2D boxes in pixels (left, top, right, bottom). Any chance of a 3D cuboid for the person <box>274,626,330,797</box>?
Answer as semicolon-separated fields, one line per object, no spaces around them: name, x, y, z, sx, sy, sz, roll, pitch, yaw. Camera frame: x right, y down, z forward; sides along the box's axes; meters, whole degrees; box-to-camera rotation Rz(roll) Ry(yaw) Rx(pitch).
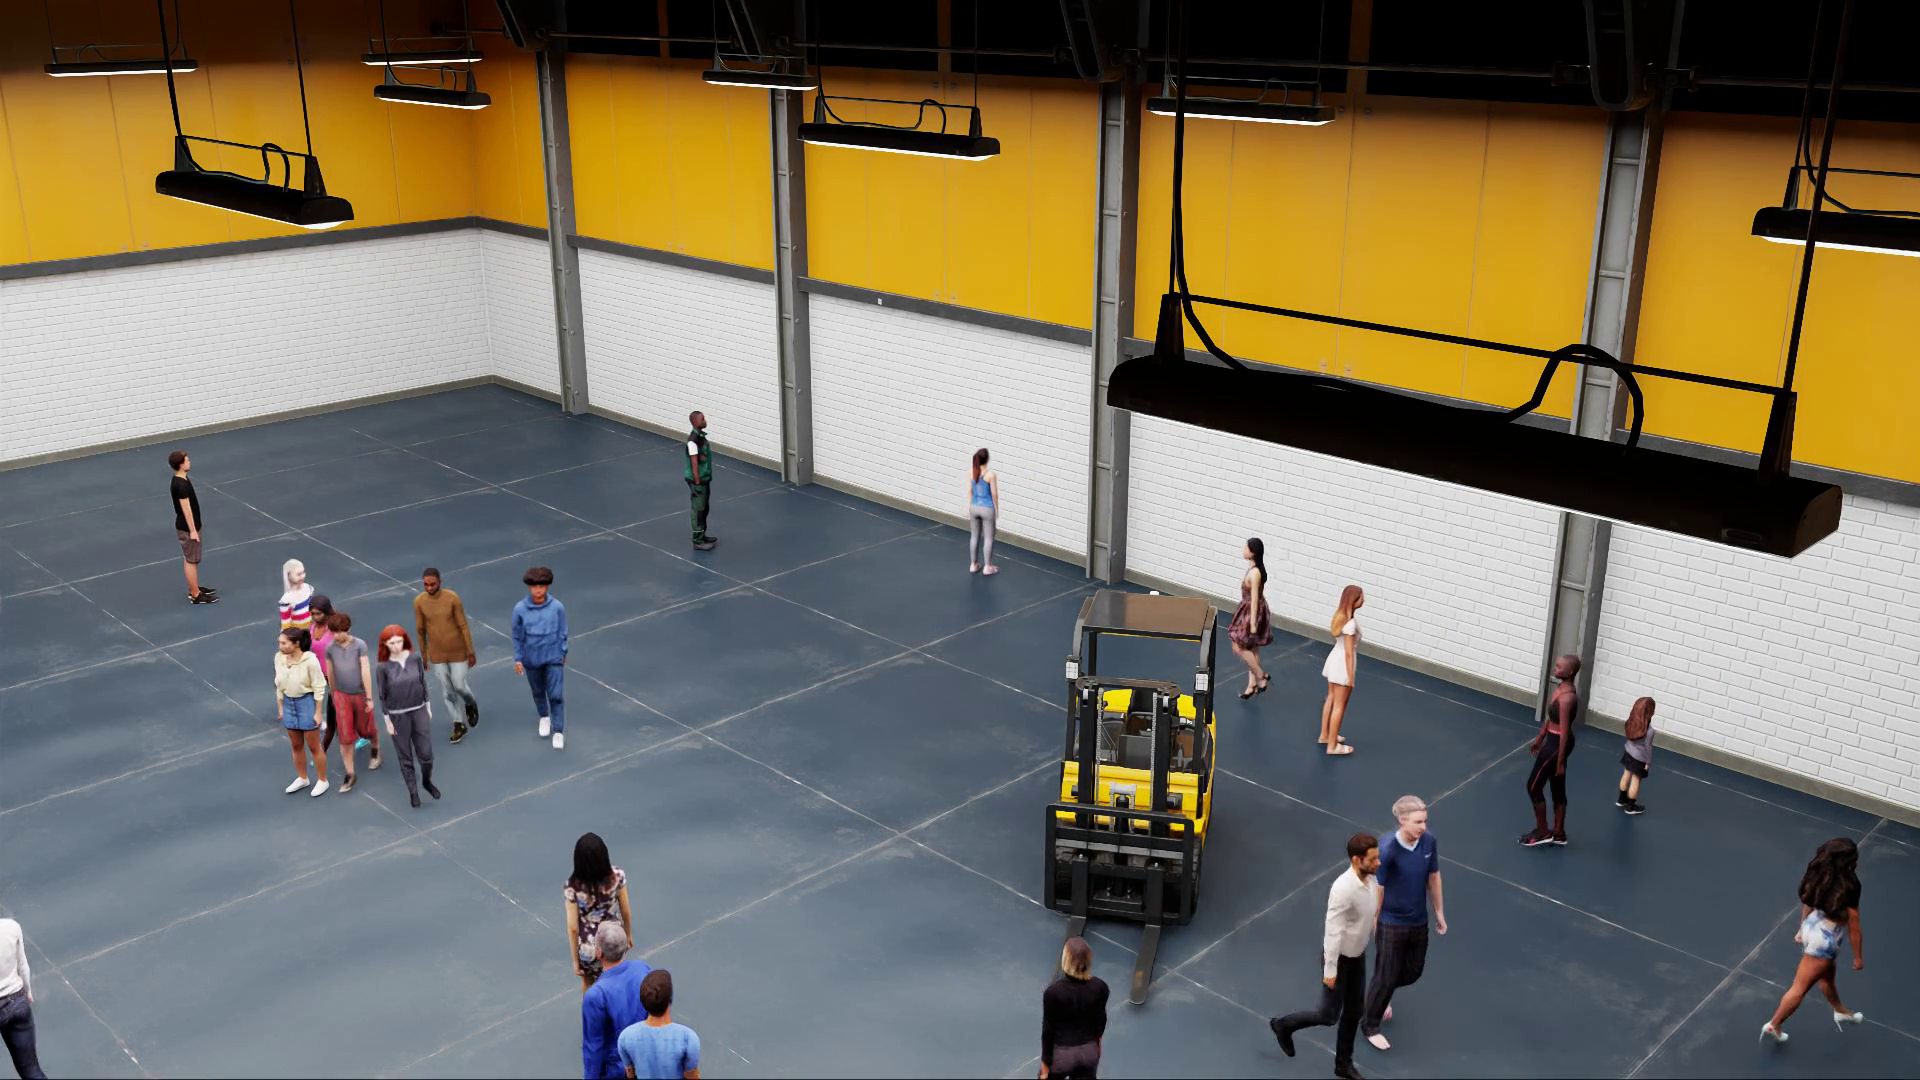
person;-5.981;1.532;15.120;0.663;1.632;0.783;5;19;15

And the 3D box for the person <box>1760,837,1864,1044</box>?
person;5.837;2.806;11.418;1.008;1.579;1.037;-3;19;-9

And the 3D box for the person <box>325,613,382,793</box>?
person;-5.593;1.430;15.419;0.985;1.633;1.077;-2;19;-5

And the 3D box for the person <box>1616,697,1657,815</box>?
person;6.044;1.898;14.853;0.589;1.107;0.497;-5;19;-14

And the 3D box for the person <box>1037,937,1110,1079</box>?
person;0.713;3.216;10.071;0.706;1.662;0.705;-7;20;-20

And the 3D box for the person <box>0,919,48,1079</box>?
person;-5.979;3.015;10.419;1.237;1.821;0.739;14;23;36

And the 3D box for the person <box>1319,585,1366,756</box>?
person;3.654;1.223;15.946;0.739;1.690;0.671;-1;19;-3

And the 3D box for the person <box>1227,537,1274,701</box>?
person;3.073;0.822;17.015;0.867;1.766;0.804;5;19;15

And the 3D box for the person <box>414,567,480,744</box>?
person;-4.982;1.069;16.231;0.889;1.798;0.949;-2;19;-5

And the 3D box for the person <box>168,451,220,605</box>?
person;-9.198;-0.172;19.817;0.808;1.862;0.628;-9;21;-26

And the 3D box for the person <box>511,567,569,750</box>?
person;-4.069;1.102;16.169;1.051;1.777;1.191;-3;19;-9

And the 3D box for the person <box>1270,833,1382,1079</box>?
person;2.483;2.770;11.098;0.971;1.852;0.717;13;23;34

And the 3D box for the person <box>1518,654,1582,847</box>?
person;5.177;1.800;14.142;0.763;1.746;0.718;6;20;17

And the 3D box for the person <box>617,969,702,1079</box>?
person;-1.673;3.336;9.418;0.945;1.850;0.963;4;19;11

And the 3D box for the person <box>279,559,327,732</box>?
person;-6.548;1.023;16.369;0.947;1.798;0.878;4;19;12

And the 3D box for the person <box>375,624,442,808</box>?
person;-4.977;1.545;14.876;0.658;1.762;0.633;-12;22;-33

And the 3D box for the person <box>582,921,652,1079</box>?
person;-1.976;3.166;9.979;0.786;1.815;0.809;12;22;32

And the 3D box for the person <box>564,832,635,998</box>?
person;-2.398;2.815;11.215;0.911;1.691;1.212;-7;20;-21

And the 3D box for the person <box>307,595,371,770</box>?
person;-5.874;1.286;15.805;1.109;1.660;0.921;7;20;19

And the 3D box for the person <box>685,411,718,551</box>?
person;-3.404;-0.794;21.702;0.833;1.839;0.772;0;19;0

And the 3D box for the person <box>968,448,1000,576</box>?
person;0.286;-0.368;20.796;0.534;1.608;0.673;11;21;29

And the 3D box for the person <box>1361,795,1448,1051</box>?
person;3.039;2.606;11.597;0.837;1.844;0.931;-7;20;-19
